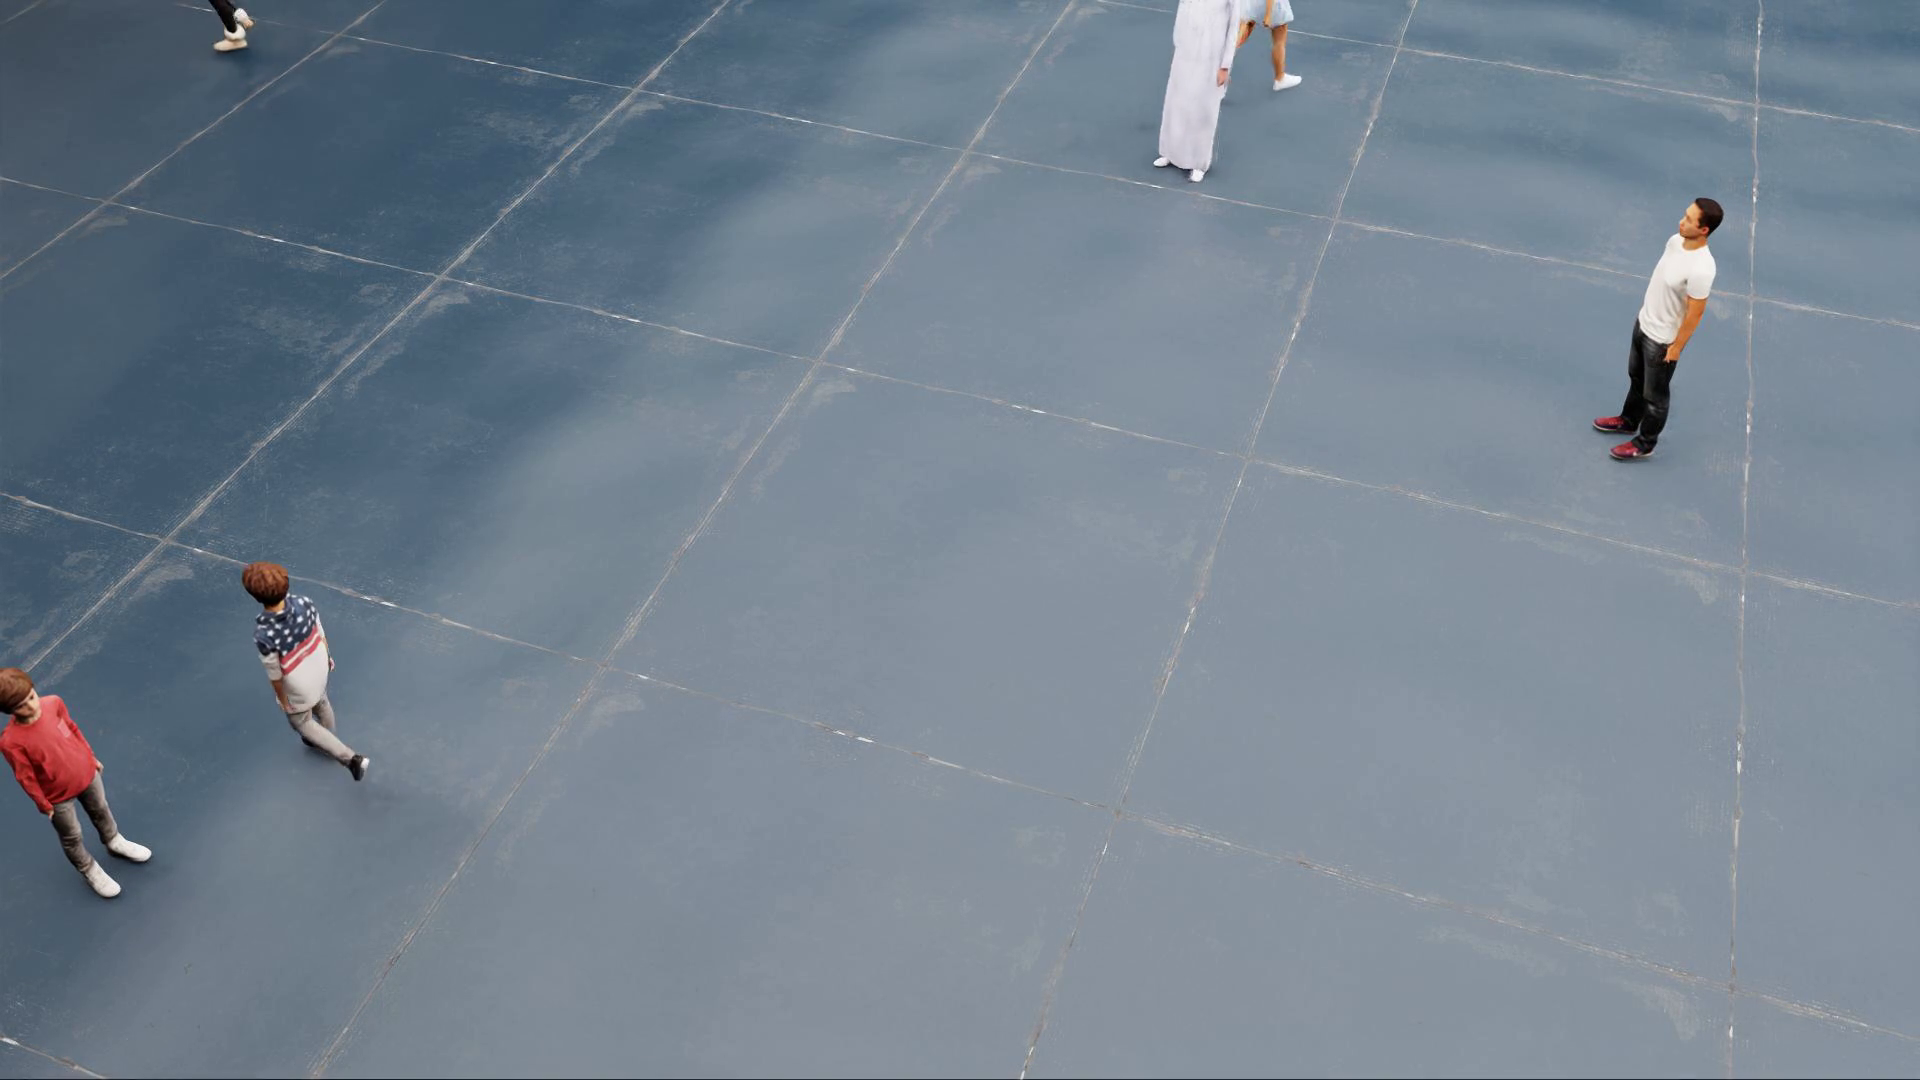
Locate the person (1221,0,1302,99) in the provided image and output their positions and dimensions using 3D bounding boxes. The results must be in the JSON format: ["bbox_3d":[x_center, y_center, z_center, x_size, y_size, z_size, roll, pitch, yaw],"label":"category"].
[{"bbox_3d":[2.367,-4.354,13.496,1.196,1.691,1.088,-15,45,-16],"label":"person"}]

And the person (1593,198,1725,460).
[{"bbox_3d":[4.302,-1.284,10.126,0.679,1.803,0.715,-2,43,-3],"label":"person"}]

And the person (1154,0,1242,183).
[{"bbox_3d":[1.848,-3.682,12.604,0.878,1.926,0.723,-34,53,-31],"label":"person"}]

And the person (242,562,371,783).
[{"bbox_3d":[-3.254,0.674,8.307,0.841,1.423,0.583,20,47,20],"label":"person"}]

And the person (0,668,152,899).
[{"bbox_3d":[-4.236,1.115,7.840,0.480,1.416,0.517,16,45,16],"label":"person"}]
